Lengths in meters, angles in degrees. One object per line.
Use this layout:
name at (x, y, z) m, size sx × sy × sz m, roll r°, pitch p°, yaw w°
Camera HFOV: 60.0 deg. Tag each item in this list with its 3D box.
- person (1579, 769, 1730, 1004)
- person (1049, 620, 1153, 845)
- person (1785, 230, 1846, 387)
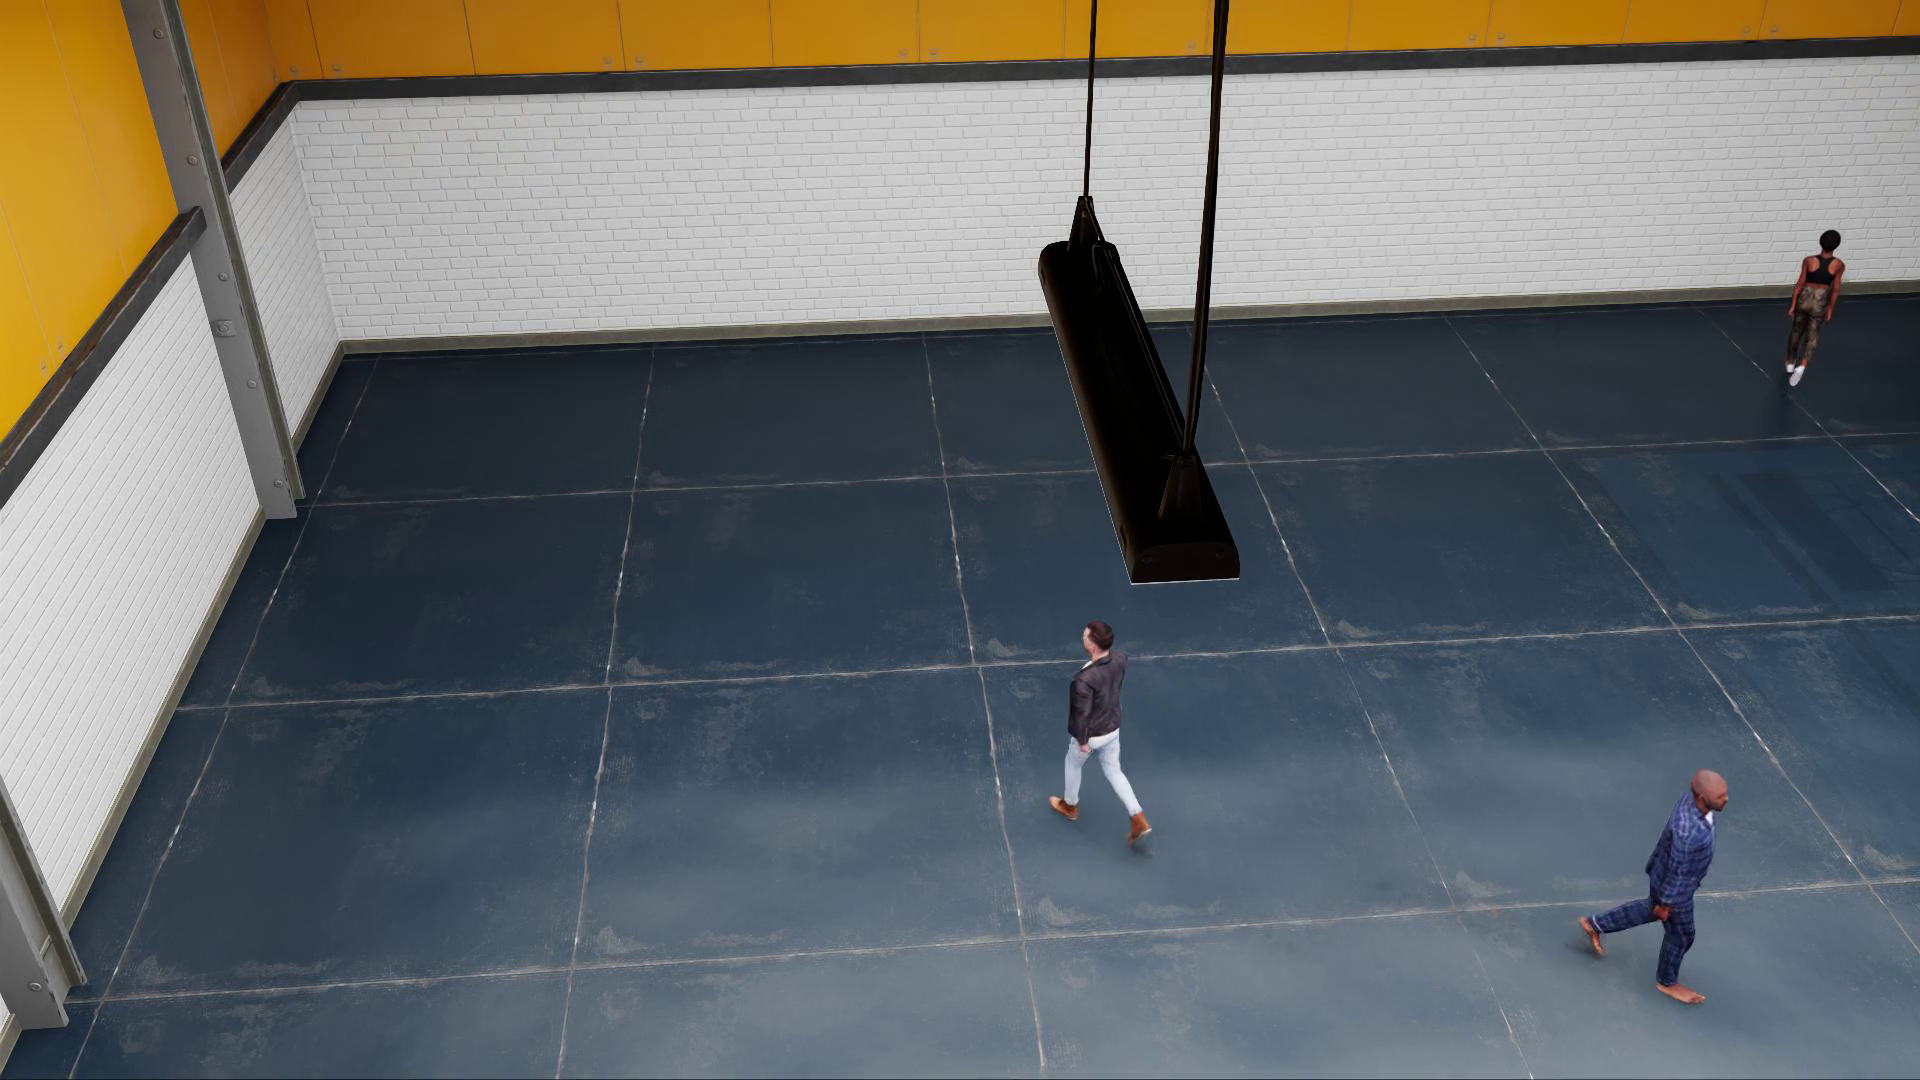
person at (4.419, 2.102, 10.467) m, size 1.080 × 1.793 × 1.120 m, roll 17°, pitch 37°, yaw 24°
person at (1.023, 1.352, 11.584) m, size 1.068 × 1.806 × 1.206 m, roll -27°, pitch 42°, yaw -34°
person at (8.874, -2.398, 17.344) m, size 0.920 × 1.675 × 1.126 m, roll 14°, pitch 36°, yaw 20°
